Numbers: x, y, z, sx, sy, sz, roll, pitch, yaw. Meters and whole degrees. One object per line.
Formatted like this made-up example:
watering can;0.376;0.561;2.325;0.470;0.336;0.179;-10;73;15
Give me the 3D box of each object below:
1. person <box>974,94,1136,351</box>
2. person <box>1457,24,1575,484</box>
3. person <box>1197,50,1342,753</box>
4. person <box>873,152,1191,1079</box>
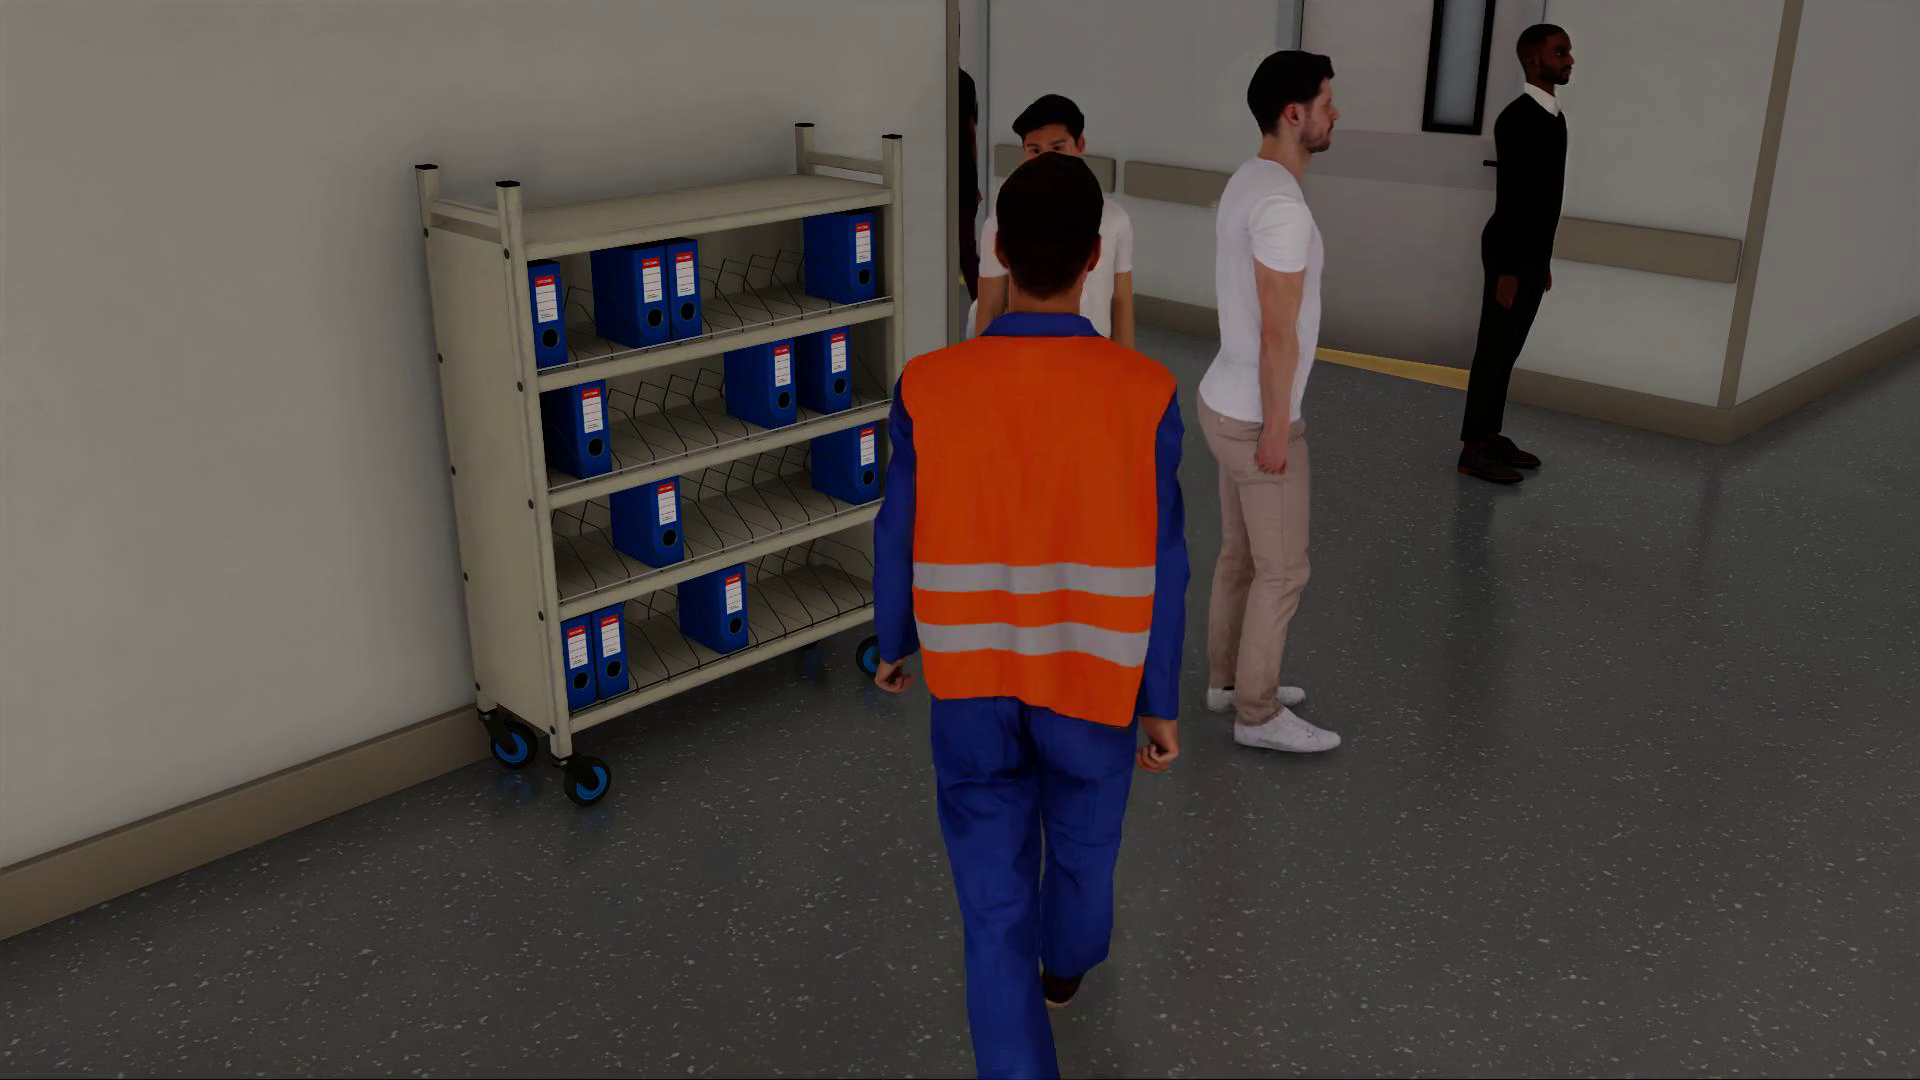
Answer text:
person;0.276;-0.509;5.141;0.923;1.706;0.942;-6;22;-15
person;2.249;-1.160;6.758;0.726;1.809;0.533;14;25;33
person;0.786;-0.362;4.544;0.873;1.885;0.809;-1;21;-2
person;0.124;0.322;2.829;1.156;1.822;1.215;0;21;0
